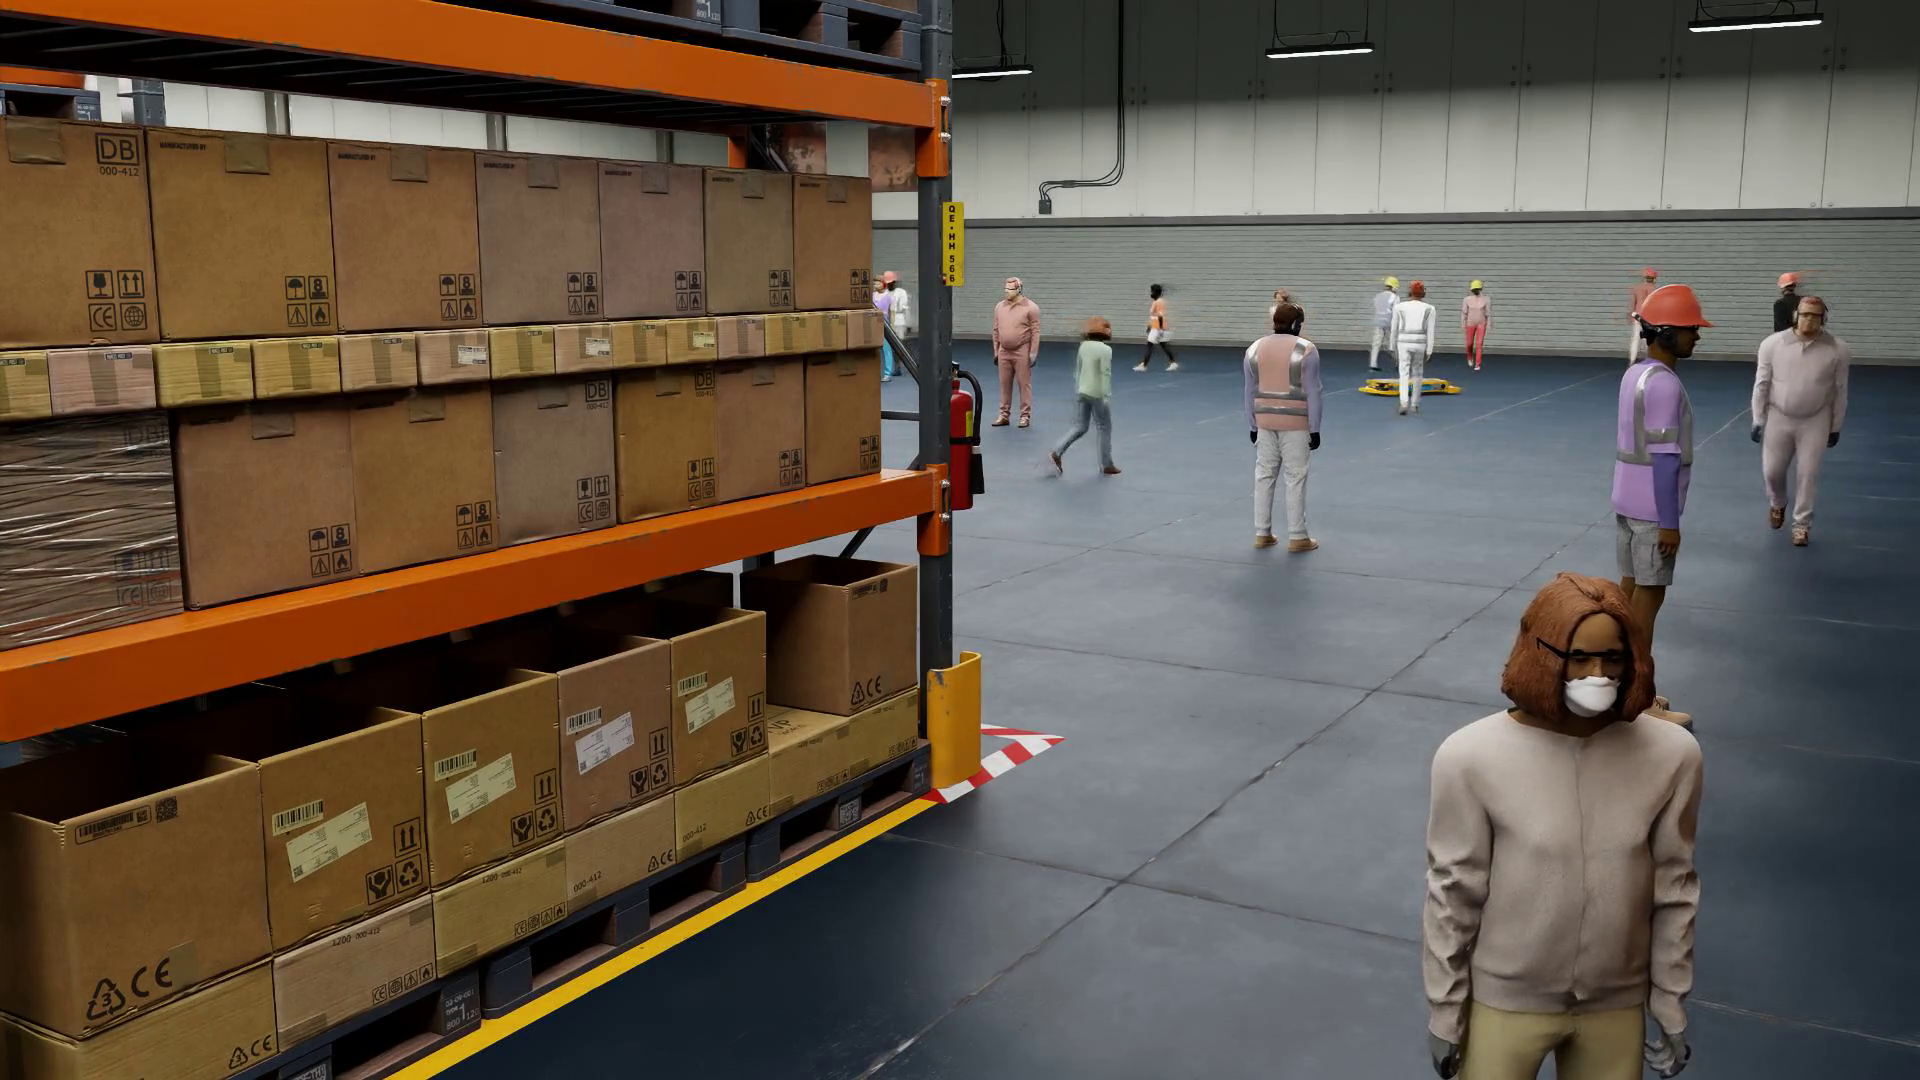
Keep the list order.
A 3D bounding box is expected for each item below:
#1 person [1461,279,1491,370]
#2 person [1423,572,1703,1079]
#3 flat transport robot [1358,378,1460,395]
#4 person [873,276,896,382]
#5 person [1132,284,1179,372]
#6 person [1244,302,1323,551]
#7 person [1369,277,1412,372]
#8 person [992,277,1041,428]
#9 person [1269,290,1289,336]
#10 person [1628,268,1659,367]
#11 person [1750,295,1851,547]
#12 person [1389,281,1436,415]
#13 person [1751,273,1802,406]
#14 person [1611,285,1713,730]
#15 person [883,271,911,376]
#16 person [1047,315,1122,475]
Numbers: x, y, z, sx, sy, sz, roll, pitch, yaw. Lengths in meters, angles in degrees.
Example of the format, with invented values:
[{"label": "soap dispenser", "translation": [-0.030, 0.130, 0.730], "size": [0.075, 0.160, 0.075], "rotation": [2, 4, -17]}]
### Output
[{"label": "person", "translation": [9.892, -4.124, 31.848], "size": [0.550, 1.745, 0.557], "rotation": [4, 11, 24]}, {"label": "person", "translation": [1.089, 0.855, 3.054], "size": [0.494, 1.624, 0.280], "rotation": [-1, 10, -3]}, {"label": "flat transport robot", "translation": [7.083, -2.427, 26.221], "size": [1.431, 0.197, 0.652], "rotation": [-3, 10, -18]}, {"label": "person", "translation": [-1.351, -3.659, 28.851], "size": [0.565, 1.839, 0.386], "rotation": [8, 12, 38]}, {"label": "person", "translation": [3.728, -3.984, 31.303], "size": [0.887, 1.654, 0.533], "rotation": [1, 10, 5]}, {"label": "person", "translation": [2.412, -0.836, 12.334], "size": [0.622, 1.838, 0.429], "rotation": [8, 13, 40]}, {"label": "person", "translation": [8.079, -4.041, 31.261], "size": [0.973, 1.767, 0.613], "rotation": [-8, 12, -37]}, {"label": "person", "translation": [0.694, -2.381, 21.183], "size": [0.643, 1.905, 0.399], "rotation": [6, 11, 30]}, {"label": "person", "translation": [5.202, -3.254, 27.139], "size": [0.519, 1.619, 0.624], "rotation": [8, 13, 40]}, {"label": "person", "translation": [13.275, -4.275, 32.182], "size": [0.612, 1.947, 1.064], "rotation": [8, 13, 39]}, {"label": "person", "translation": [6.381, -0.917, 12.658], "size": [0.654, 1.887, 0.588], "rotation": [5, 11, 27]}, {"label": "person", "translation": [6.235, -2.646, 22.934], "size": [0.585, 1.848, 0.966], "rotation": [2, 10, 13]}, {"label": "person", "translation": [11.828, -2.833, 23.739], "size": [0.607, 1.947, 1.044], "rotation": [-2, 10, -14]}, {"label": "person", "translation": [3.227, -0.150, 7.715], "size": [0.374, 2.044, 0.606], "rotation": [1, 10, 7]}, {"label": "person", "translation": [-1.203, -3.908, 30.109], "size": [0.585, 1.905, 0.471], "rotation": [6, 11, 32]}, {"label": "person", "translation": [1.263, -1.425, 16.483], "size": [0.740, 1.601, 0.538], "rotation": [-6, 12, -33]}]
